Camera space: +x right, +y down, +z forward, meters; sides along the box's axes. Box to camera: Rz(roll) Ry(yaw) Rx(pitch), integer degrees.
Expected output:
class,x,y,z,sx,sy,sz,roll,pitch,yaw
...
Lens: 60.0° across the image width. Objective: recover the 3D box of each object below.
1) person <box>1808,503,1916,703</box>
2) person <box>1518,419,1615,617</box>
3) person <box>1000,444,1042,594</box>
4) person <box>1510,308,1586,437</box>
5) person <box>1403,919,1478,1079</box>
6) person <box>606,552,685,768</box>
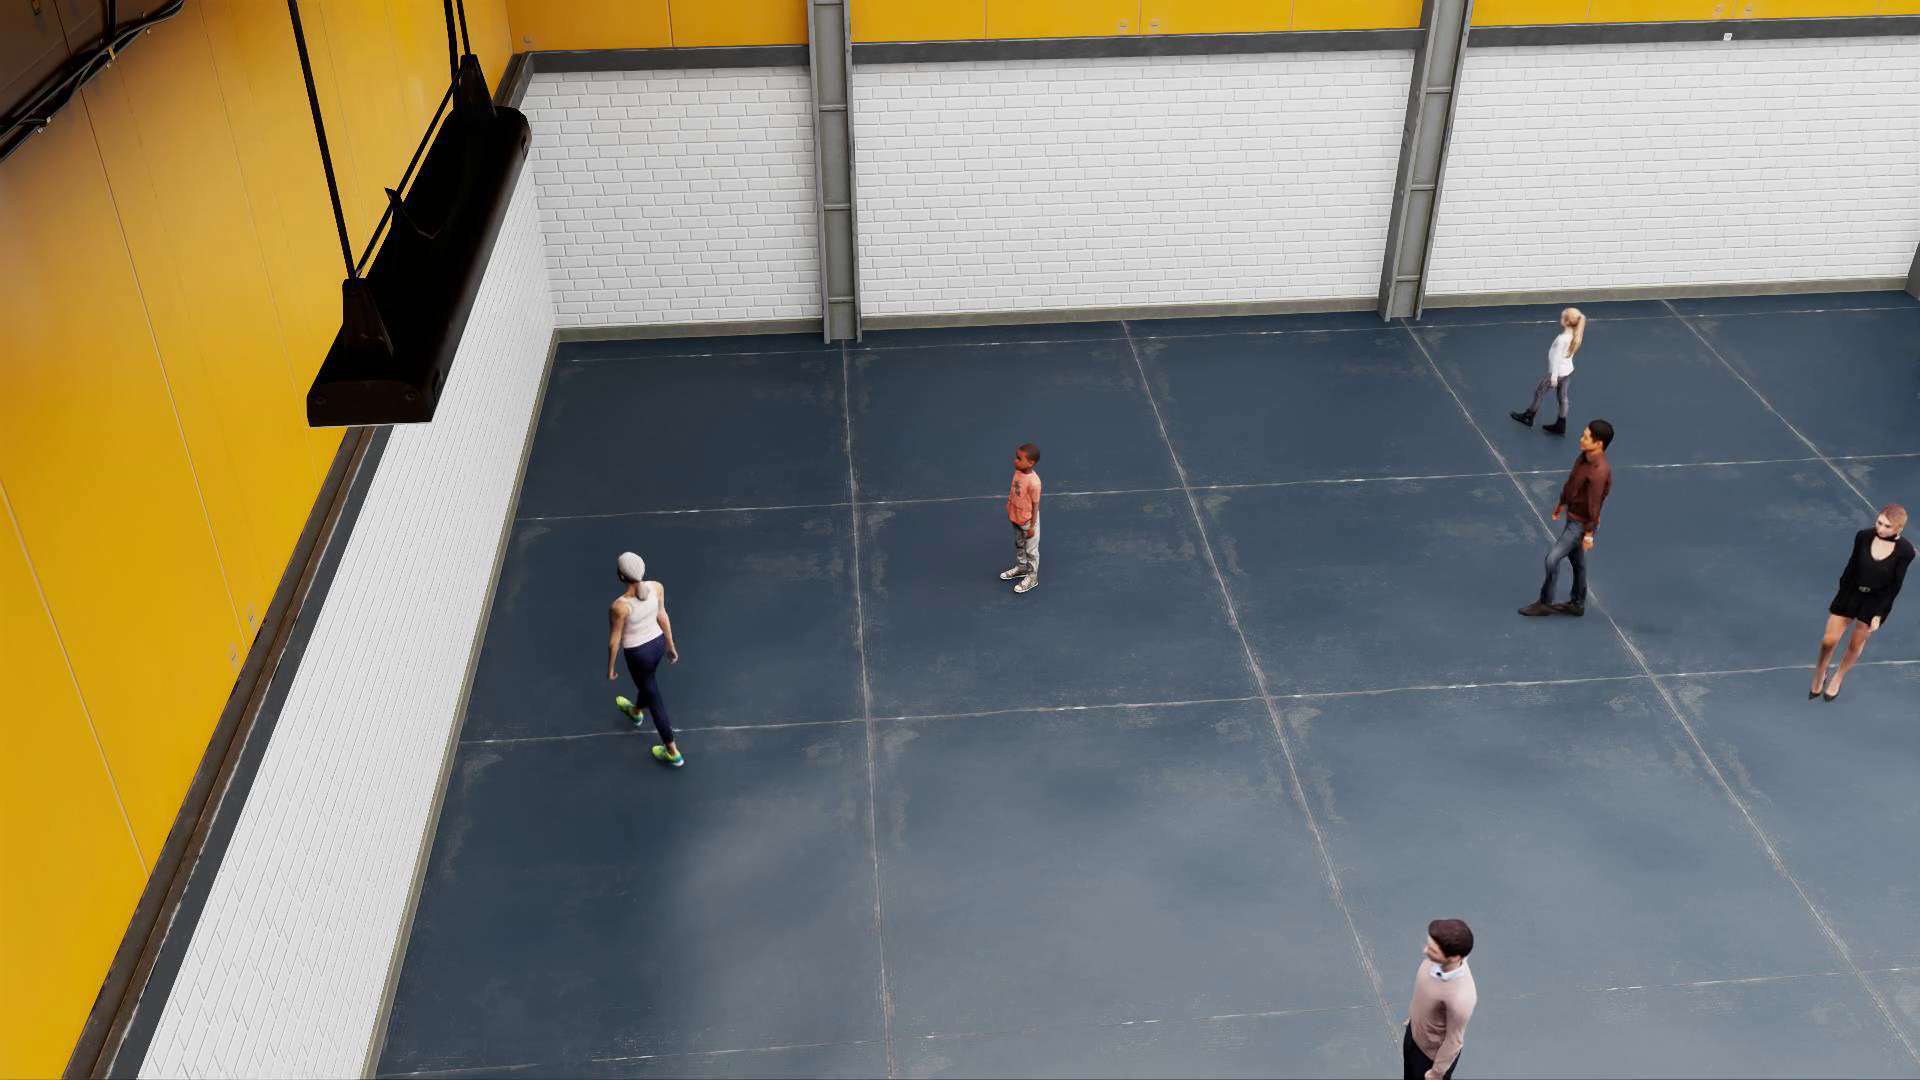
class,x,y,z,sx,sy,sz,roll,pitch,yaw
person,6.579,0.444,12.051,0.710,1.749,0.769,26,41,33
person,4.904,-0.131,12.905,0.844,1.762,0.761,5,34,8
person,0.531,-0.202,13.420,0.575,1.310,0.556,-17,37,-23
person,5.638,-1.543,15.479,0.784,1.264,0.811,-26,42,-34
person,2.460,2.635,8.703,0.538,1.808,0.616,-2,34,-3
person,-2.121,0.860,11.496,1.106,1.672,1.043,25,41,32
